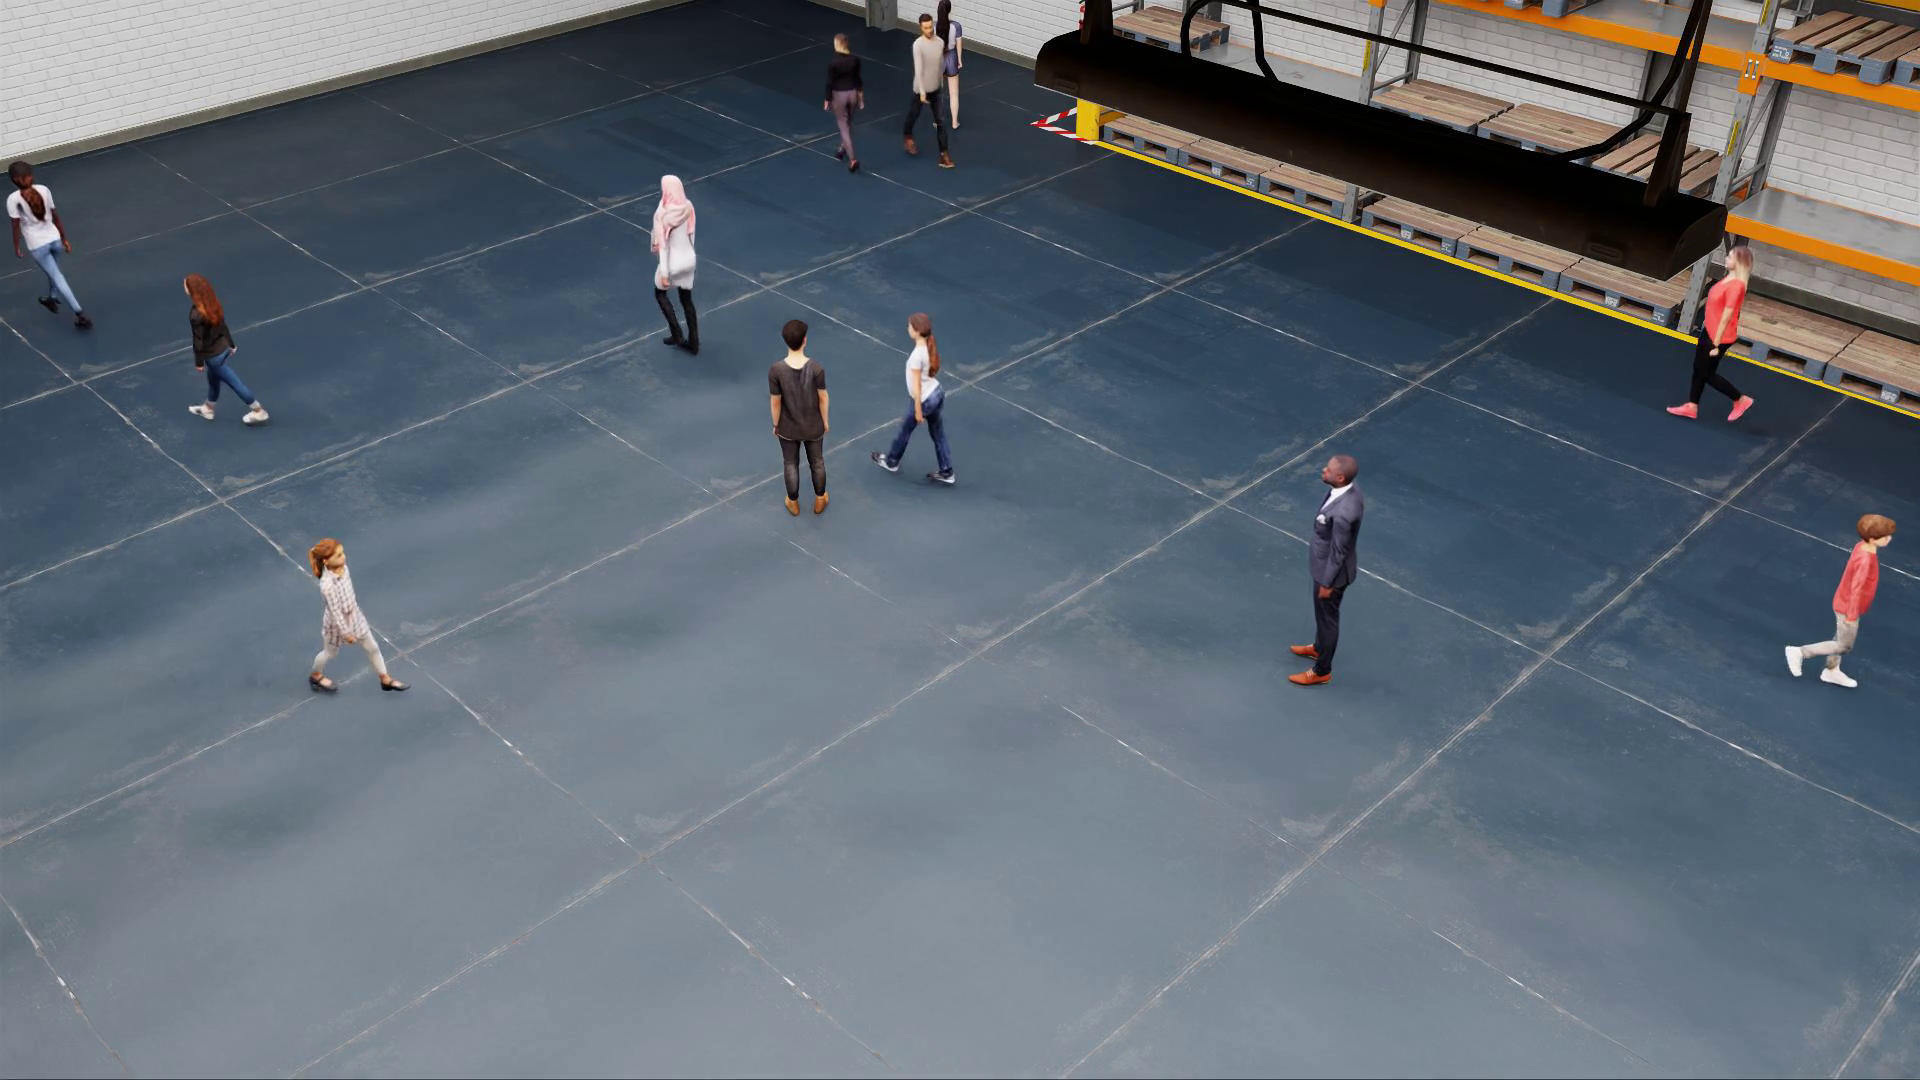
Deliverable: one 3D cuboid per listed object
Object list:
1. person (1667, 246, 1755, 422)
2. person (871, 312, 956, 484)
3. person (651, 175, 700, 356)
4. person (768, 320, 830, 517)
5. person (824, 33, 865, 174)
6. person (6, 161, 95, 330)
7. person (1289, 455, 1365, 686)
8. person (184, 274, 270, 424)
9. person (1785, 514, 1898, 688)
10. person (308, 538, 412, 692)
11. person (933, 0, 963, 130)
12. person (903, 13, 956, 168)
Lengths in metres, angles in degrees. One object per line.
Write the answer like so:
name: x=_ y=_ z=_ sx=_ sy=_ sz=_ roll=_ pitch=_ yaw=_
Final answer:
person: x=6.801 y=-1.778 z=14.716 sx=1.003 sy=1.679 sz=0.849 roll=10 pitch=35 yaw=15
person: x=-0.229 y=-1.155 z=13.917 sx=1.059 sy=1.527 sz=0.761 roll=16 pitch=37 yaw=22
person: x=-2.627 y=-2.575 z=15.815 sx=0.641 sy=1.790 sz=0.643 roll=27 pitch=42 yaw=34
person: x=-1.292 y=-0.975 z=13.479 sx=0.707 sy=1.711 sz=0.748 roll=-3 pitch=34 yaw=-4
person: x=-1.320 y=-5.178 z=19.858 sx=0.693 sy=1.648 sz=0.883 roll=-22 pitch=40 yaw=-30
person: x=-8.938 y=-2.852 z=16.335 sx=1.172 sy=1.676 sz=0.801 roll=18 pitch=38 yaw=25
person: x=2.599 y=0.194 z=11.619 sx=0.795 sy=1.824 sz=0.789 roll=8 pitch=34 yaw=12
person: x=-6.537 y=-1.659 z=14.751 sx=1.046 sy=1.443 sz=0.964 roll=2 pitch=34 yaw=3
person: x=6.169 y=0.426 z=11.643 sx=0.809 sy=1.410 sz=0.652 roll=16 pitch=37 yaw=22
person: x=-4.358 y=0.560 z=11.560 sx=1.023 sy=1.280 sz=0.864 roll=6 pitch=34 yaw=9
person: x=-0.188 y=-6.059 z=21.183 sx=0.667 sy=1.650 sz=0.723 roll=-1 pitch=34 yaw=-1
person: x=-0.464 y=-5.464 z=20.142 sx=0.828 sy=1.811 sz=1.314 roll=-21 pitch=39 yaw=-29
